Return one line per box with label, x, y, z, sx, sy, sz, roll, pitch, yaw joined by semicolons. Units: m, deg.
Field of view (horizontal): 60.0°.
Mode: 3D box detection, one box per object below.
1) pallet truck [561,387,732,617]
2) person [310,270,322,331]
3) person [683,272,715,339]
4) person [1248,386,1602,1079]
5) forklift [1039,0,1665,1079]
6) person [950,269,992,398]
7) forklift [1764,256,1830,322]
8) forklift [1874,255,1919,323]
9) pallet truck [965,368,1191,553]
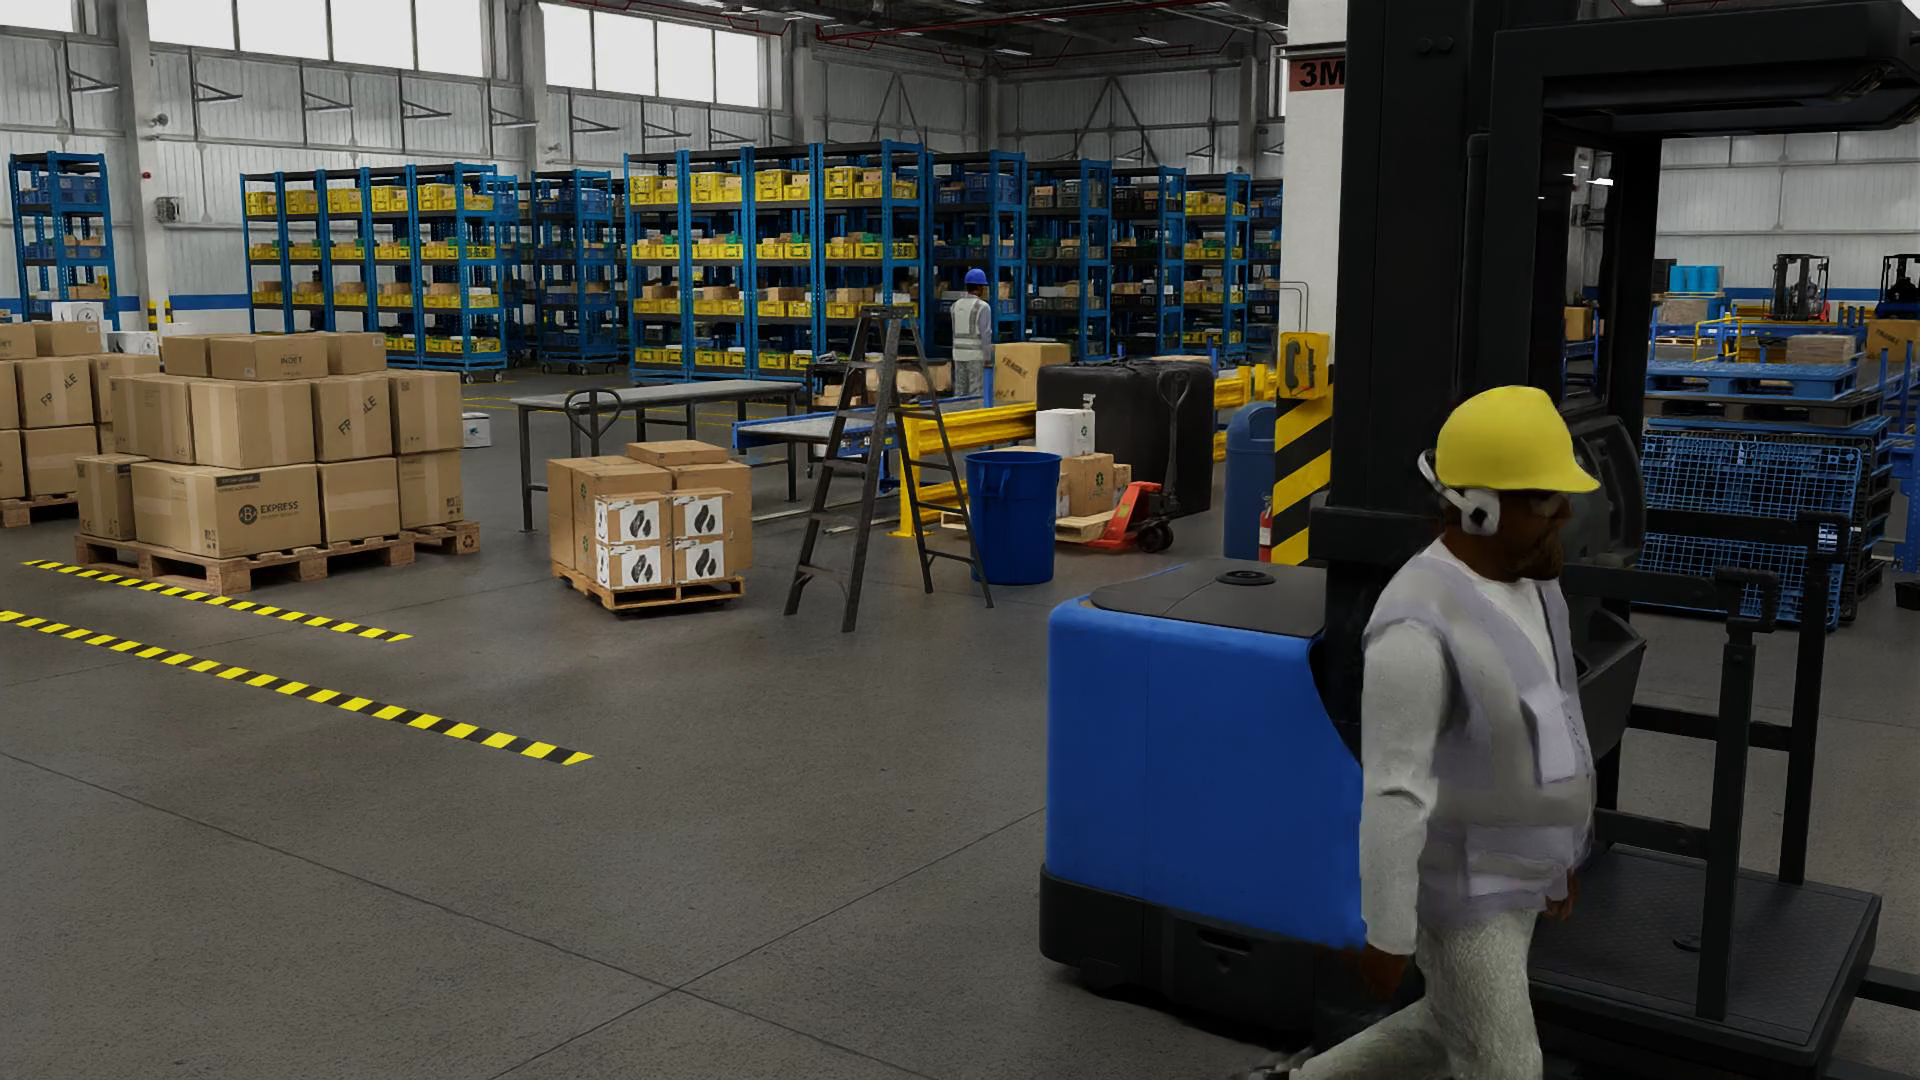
pallet truck;-1.981;-0.274;10.088;0.680;1.201;1.601;-5;11;-28
person;-12.095;-4.192;31.581;0.563;1.847;0.388;4;10;22
person;-4.625;-3.823;29.424;0.601;1.830;0.403;-3;10;-18
person;0.905;0.601;3.163;0.763;1.811;0.602;7;12;36
forklift;1.249;-0.137;4.360;1.873;2.768;1.129;7;12;35
person;0.142;-2.021;18.397;0.425;1.938;0.603;-8;13;-41
forklift;20.253;-5.854;40.139;1.157;1.987;2.680;7;12;35
forklift;22.089;-5.634;38.796;1.157;1.987;2.680;6;11;33
pallet truck;0.845;-0.609;11.869;1.630;1.274;0.653;7;12;35
